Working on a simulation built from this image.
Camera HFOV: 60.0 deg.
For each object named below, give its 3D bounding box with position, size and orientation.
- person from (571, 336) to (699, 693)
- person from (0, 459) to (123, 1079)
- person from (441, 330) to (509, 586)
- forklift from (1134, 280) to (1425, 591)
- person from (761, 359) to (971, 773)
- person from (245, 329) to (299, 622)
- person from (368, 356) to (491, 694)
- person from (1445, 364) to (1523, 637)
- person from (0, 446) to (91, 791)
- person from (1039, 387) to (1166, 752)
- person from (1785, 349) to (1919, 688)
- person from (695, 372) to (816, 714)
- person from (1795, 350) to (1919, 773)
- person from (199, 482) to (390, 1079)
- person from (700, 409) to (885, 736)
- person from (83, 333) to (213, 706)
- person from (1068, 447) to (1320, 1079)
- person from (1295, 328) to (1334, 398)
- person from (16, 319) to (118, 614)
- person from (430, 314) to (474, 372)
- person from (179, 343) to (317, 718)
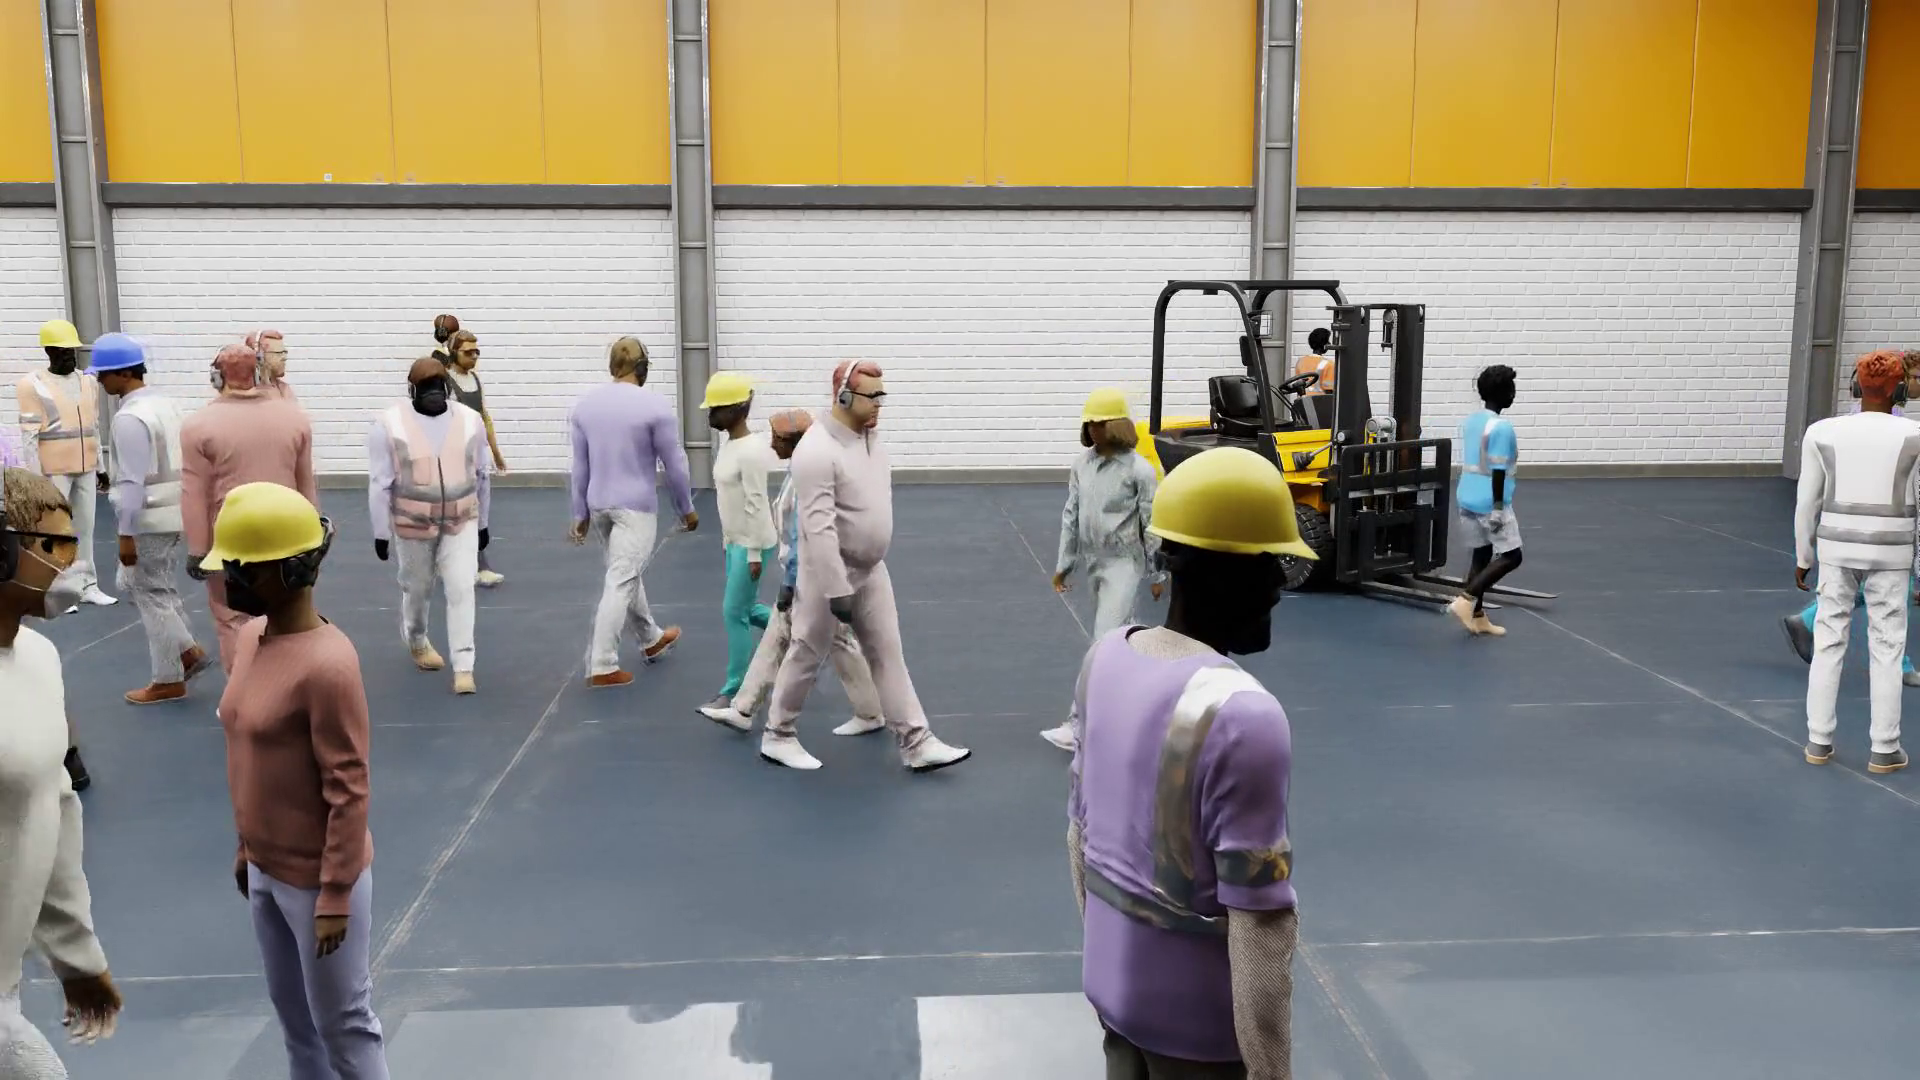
[{"bbox_3d":[-1.770,-0.166,9.111,0.635,1.878,1.026,5,10,28],"label":"person"},{"bbox_3d":[-1.692,0.810,2.943,0.896,1.887,0.658,-3,10,-18],"label":"person"},{"bbox_3d":[-3.465,-0.581,11.886,0.763,1.816,0.532,3,9,16],"label":"person"},{"bbox_3d":[2.301,-0.860,12.475,1.214,2.155,2.313,-6,11,-35],"label":"forklift"},{"bbox_3d":[-0.481,0.135,7.310,0.972,1.857,0.650,5,11,30],"label":"person"},{"bbox_3d":[-4.181,-0.328,10.085,0.478,1.891,0.650,0,9,2],"label":"person"},{"bbox_3d":[-2.874,-0.104,9.014,0.656,1.799,0.896,-5,10,-29],"label":"person"},{"bbox_3d":[3.176,-0.218,10.044,0.392,1.688,0.536,-1,9,-8],"label":"person"},{"bbox_3d":[-4.204,0.173,6.949,0.989,1.884,0.555,-2,9,-14],"label":"person"},{"bbox_3d":[0.697,0.128,7.831,0.906,1.693,0.486,-8,12,-40],"label":"person"},{"bbox_3d":[4.957,-0.127,9.008,0.706,1.826,0.582,4,10,25],"label":"person"},{"bbox_3d":[-1.013,0.006,8.462,0.671,1.736,0.532,-4,10,-24],"label":"person"},{"bbox_3d":[4.048,0.097,7.447,0.576,1.881,0.354,7,11,38],"label":"person"},{"bbox_3d":[-1.506,0.743,3.761,0.523,1.766,0.315,9,12,43],"label":"person"},{"bbox_3d":[-0.768,0.173,7.866,0.890,1.582,0.520,-2,9,-12],"label":"person"},{"bbox_3d":[-4.177,-0.095,8.517,0.447,1.923,0.626,-2,9,-11],"label":"person"},{"bbox_3d":[0.413,0.795,2.927,0.384,1.922,0.594,-4,10,-24],"label":"person"},{"bbox_3d":[3.585,-1.300,16.835,0.320,1.690,0.534,-5,11,-30],"label":"person"},{"bbox_3d":[-5.880,-0.488,10.974,0.368,1.926,0.594,3,10,20],"label":"person"},{"bbox_3d":[-4.894,-1.246,16.007,0.430,1.844,0.624,2,9,10],"label":"person"},{"bbox_3d":[-3.448,-0.014,8.132,0.604,1.891,0.641,8,12,40],"label":"person"}]
